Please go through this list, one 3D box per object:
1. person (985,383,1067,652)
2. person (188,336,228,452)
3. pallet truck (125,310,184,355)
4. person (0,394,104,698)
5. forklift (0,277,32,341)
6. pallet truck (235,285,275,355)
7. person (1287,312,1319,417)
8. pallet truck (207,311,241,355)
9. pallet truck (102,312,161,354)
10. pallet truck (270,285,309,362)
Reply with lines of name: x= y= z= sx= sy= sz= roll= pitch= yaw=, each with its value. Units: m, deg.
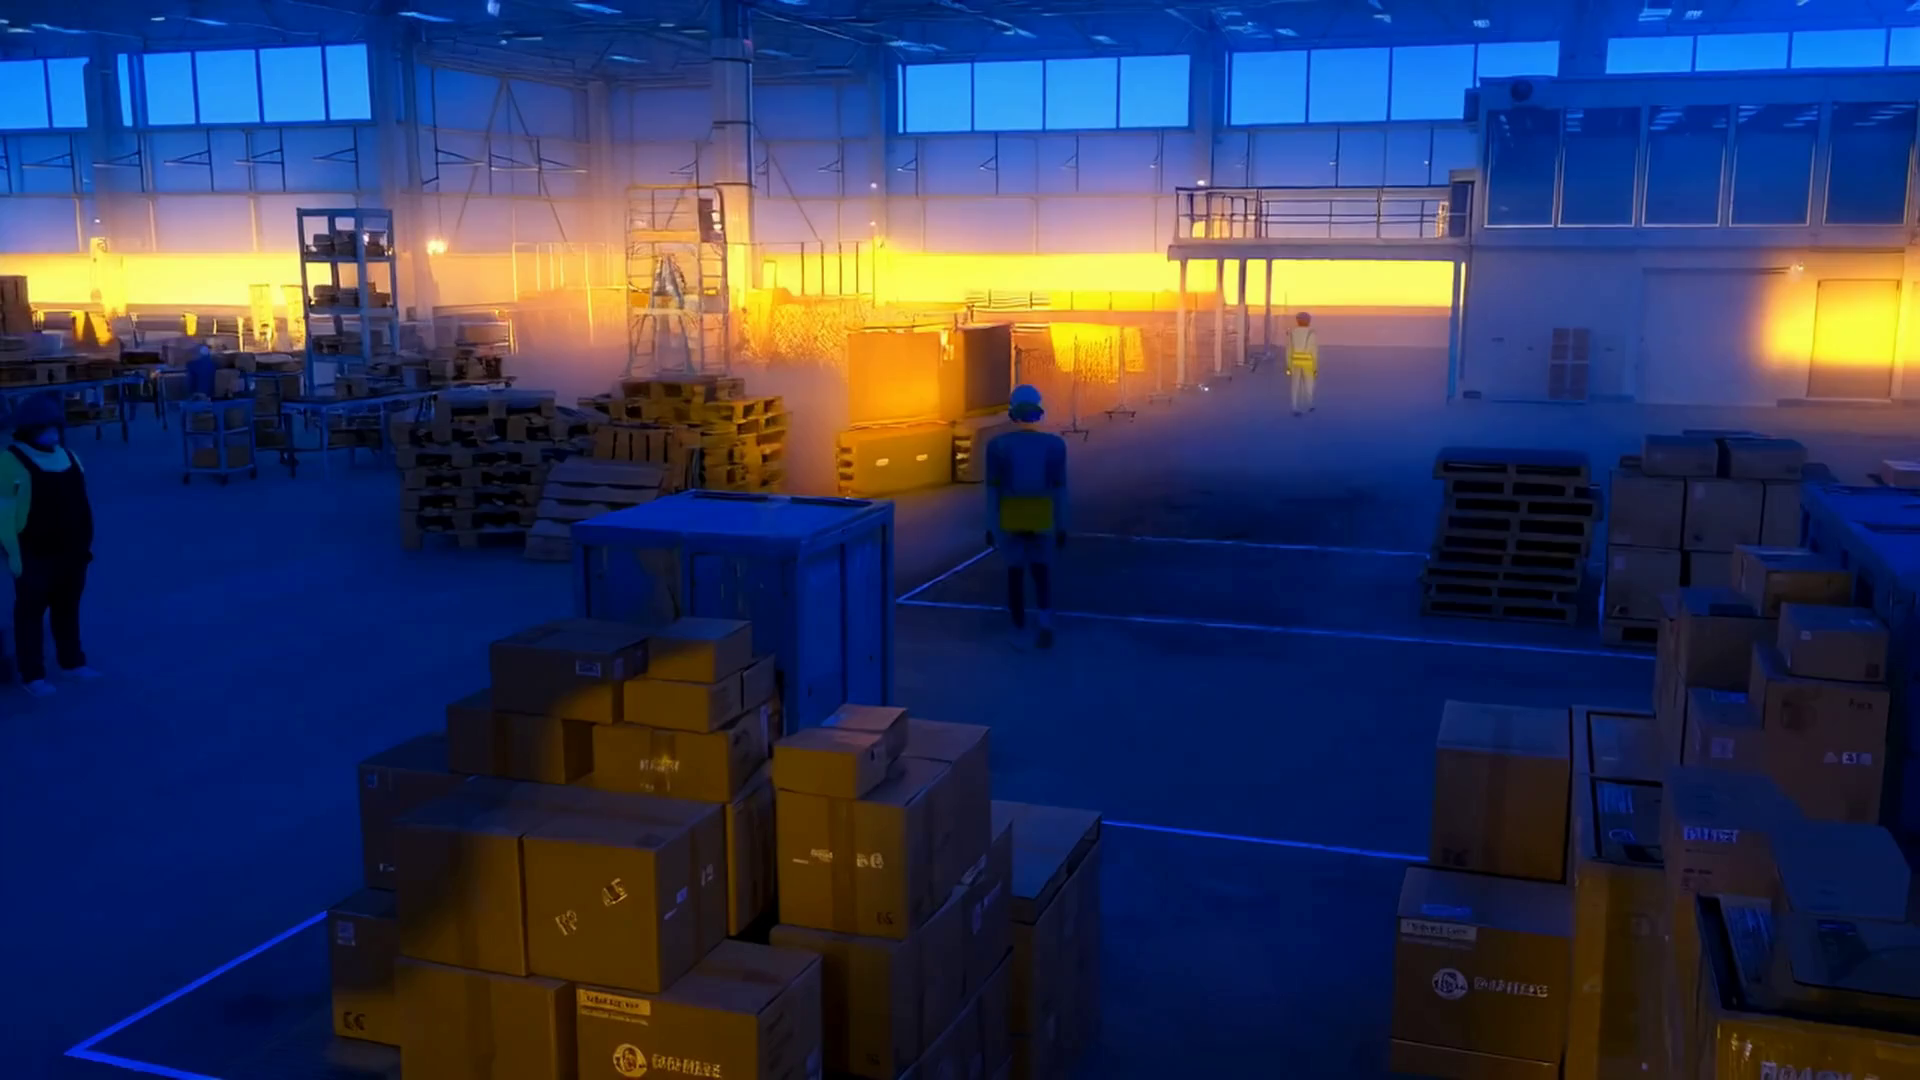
person: x=0.487 y=-0.143 z=12.298 sx=0.605 sy=2.028 sz=0.499 roll=-2 pitch=10 yaw=-10
person: x=-10.681 y=-2.028 z=23.662 sx=0.541 sy=1.751 sz=0.508 roll=-1 pitch=10 yaw=-4
pallet truck: x=-22.038 y=-5.665 z=45.457 sx=0.704 sy=1.261 sz=1.522 roll=3 pitch=11 yaw=17
person: x=-6.153 y=0.027 z=11.288 sx=0.536 sy=2.000 sz=0.672 roll=3 pitch=11 yaw=17
forklift: x=-27.151 y=-6.329 z=46.328 sx=1.157 sy=1.987 sz=2.680 roll=3 pitch=11 yaw=17
pallet truck: x=-18.327 y=-5.835 z=44.421 sx=0.823 sy=1.965 sz=1.885 roll=4 pitch=11 yaw=23
person: x=6.117 y=-3.124 z=29.561 sx=0.615 sy=1.844 sz=0.912 roll=7 pitch=12 yaw=33
pallet truck: x=-19.537 y=-5.575 z=44.913 sx=0.653 sy=1.274 sz=1.630 roll=3 pitch=11 yaw=19
pallet truck: x=-23.057 y=-5.777 z=46.261 sx=0.680 sy=1.201 sz=1.601 roll=3 pitch=11 yaw=19
pallet truck: x=-17.147 y=-5.700 z=43.663 sx=0.823 sy=1.965 sz=1.885 roll=3 pitch=11 yaw=17
